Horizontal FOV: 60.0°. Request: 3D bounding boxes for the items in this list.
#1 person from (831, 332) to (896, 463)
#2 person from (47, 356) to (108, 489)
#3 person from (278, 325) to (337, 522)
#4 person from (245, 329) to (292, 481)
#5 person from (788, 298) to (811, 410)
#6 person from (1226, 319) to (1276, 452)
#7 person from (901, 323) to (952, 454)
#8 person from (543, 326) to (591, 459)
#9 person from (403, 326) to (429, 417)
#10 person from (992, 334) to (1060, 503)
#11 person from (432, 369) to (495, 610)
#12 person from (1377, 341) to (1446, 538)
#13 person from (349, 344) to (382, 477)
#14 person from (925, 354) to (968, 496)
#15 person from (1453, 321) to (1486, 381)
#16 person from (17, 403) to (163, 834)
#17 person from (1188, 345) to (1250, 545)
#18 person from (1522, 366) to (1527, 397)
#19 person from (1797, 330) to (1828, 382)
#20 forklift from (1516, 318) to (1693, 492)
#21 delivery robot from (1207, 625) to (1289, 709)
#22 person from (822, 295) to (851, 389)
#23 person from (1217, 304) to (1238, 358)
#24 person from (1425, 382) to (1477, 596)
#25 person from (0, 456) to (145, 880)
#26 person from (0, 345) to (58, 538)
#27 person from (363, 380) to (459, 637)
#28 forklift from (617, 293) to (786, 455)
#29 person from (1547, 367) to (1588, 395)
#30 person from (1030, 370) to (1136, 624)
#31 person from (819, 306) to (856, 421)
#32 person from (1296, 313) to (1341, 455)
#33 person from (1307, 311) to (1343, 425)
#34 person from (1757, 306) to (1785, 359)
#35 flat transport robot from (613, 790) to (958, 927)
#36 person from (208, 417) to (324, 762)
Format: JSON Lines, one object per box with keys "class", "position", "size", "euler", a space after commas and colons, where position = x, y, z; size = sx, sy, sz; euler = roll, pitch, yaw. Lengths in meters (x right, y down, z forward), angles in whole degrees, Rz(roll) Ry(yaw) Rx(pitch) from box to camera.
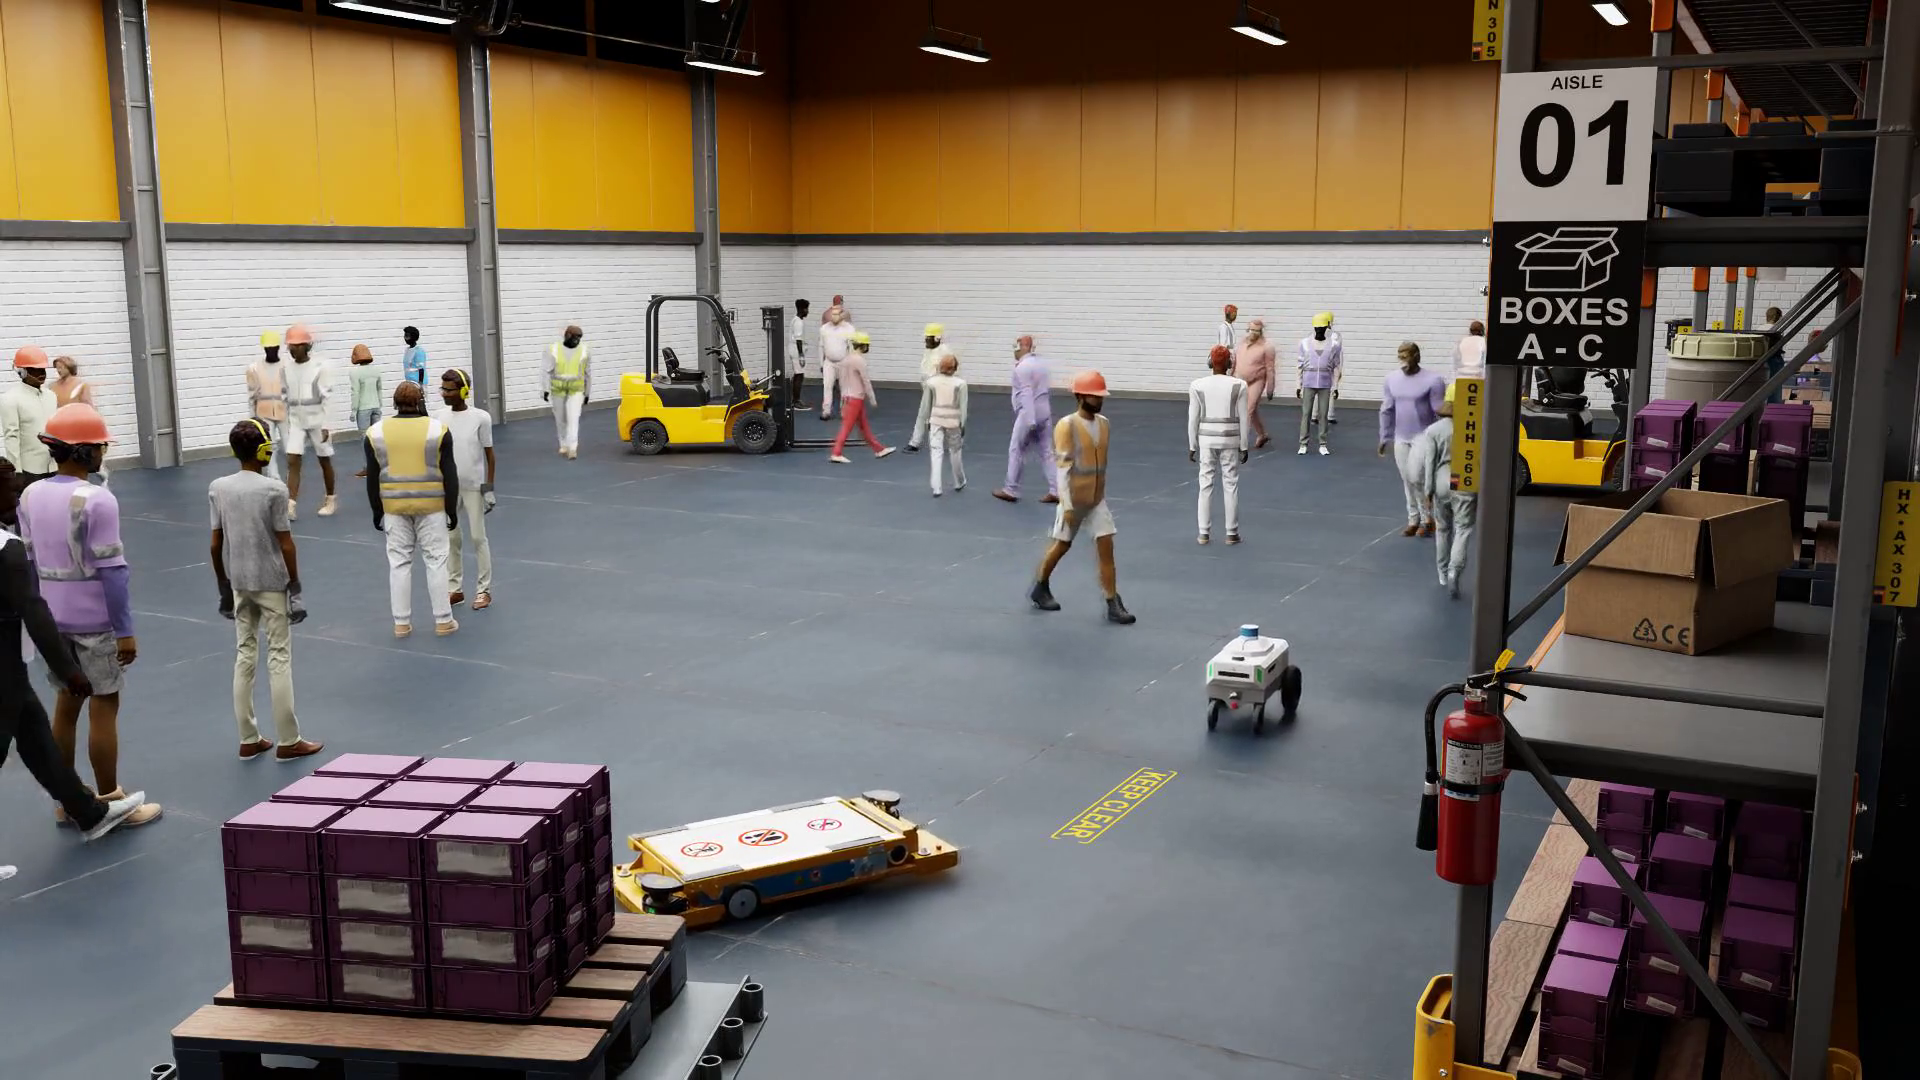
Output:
{"class": "person", "position": [-1.294, -1.866, 21.815], "size": [0.930, 1.720, 0.532], "euler": [-3, 10, -18]}
{"class": "person", "position": [-9.864, -1.253, 18.553], "size": [0.521, 1.620, 0.677], "euler": [1, 10, 7]}
{"class": "person", "position": [-6.719, -1.184, 17.026], "size": [0.625, 1.995, 0.993], "euler": [1, 10, 7]}
{"class": "person", "position": [-7.645, -1.408, 18.622], "size": [0.592, 1.910, 0.604], "euler": [-3, 10, -16]}
{"class": "person", "position": [-2.813, -3.255, 29.177], "size": [0.399, 1.955, 0.618], "euler": [-2, 10, -9]}
{"class": "person", "position": [4.058, -2.147, 23.062], "size": [1.010, 1.852, 0.658], "euler": [-8, 13, -40]}
{"class": "person", "position": [-0.360, -2.063, 22.753], "size": [0.866, 1.792, 0.594], "euler": [-7, 12, -35]}
{"class": "person", "position": [-5.302, -2.010, 22.485], "size": [0.643, 1.781, 0.978], "euler": [-2, 10, -14]}
{"class": "person", "position": [-7.943, -2.278, 24.288], "size": [0.320, 1.694, 0.537], "euler": [-8, 12, -37]}
{"class": "person", "position": [0.755, -1.325, 18.289], "size": [0.936, 1.859, 0.669], "euler": [5, 11, 28]}
{"class": "person", "position": [-3.831, -0.387, 12.831], "size": [0.513, 1.865, 0.329], "euler": [2, 10, 12]}
{"class": "person", "position": [4.371, -0.963, 16.038], "size": [0.504, 1.910, 0.643], "euler": [-9, 13, -41]}
{"class": "person", "position": [-7.299, -1.588, 20.448], "size": [0.282, 1.631, 0.503], "euler": [5, 11, 25]}
{"class": "person", "position": [-0.151, -1.312, 18.951], "size": [0.526, 1.589, 0.858], "euler": [2, 10, 13]}
{"class": "person", "position": [7.362, -2.246, 23.889], "size": [0.631, 1.759, 1.029], "euler": [8, 12, 38]}
{"class": "person", "position": [-4.148, 0.371, 7.920], "size": [0.611, 2.042, 0.396], "euler": [5, 11, 25]}
{"class": "person", "position": [2.443, -0.893, 15.690], "size": [0.574, 1.887, 0.355], "euler": [3, 10, 15]}
{"class": "person", "position": [7.684, -2.178, 22.968], "size": [0.345, 1.942, 0.547], "euler": [4, 10, 20]}
{"class": "person", "position": [10.095, -1.582, 19.824], "size": [0.388, 1.837, 0.563], "euler": [1, 10, 6]}
{"class": "forklift", "position": [7.066, -1.601, 18.899], "size": [2.313, 2.155, 1.214], "euler": [5, 11, 27]}
{"class": "delivery robot", "position": [1.702, 0.743, 9.800], "size": [0.477, 0.478, 0.707], "euler": [4, 11, 24]}
{"class": "person", "position": [-2.443, -3.979, 33.502], "size": [0.652, 1.906, 0.402], "euler": [4, 11, 22]}
{"class": "person", "position": [4.494, -3.017, 27.992], "size": [0.358, 1.886, 0.572], "euler": [3, 10, 19]}
{"class": "person", "position": [4.007, -0.429, 13.494], "size": [0.483, 1.710, 0.823], "euler": [5, 11, 25]}
{"class": "person", "position": [-4.134, 0.561, 7.373], "size": [0.604, 1.850, 0.964], "euler": [9, 13, 41]}
{"class": "person", "position": [-7.599, -0.607, 13.723], "size": [0.397, 1.992, 0.621], "euler": [1, 10, 7]}
{"class": "person", "position": [-3.909, -0.220, 11.928], "size": [0.625, 1.843, 0.430], "euler": [-1, 10, -7]}
{"class": "forklift", "position": [-3.588, -2.317, 23.042], "size": [2.313, 2.155, 1.214], "euler": [-1, 10, -5]}
{"class": "person", "position": [8.290, -2.224, 22.953], "size": [0.688, 2.000, 0.536], "euler": [-1, 10, -6]}
{"class": "person", "position": [0.893, -0.344, 12.528], "size": [0.562, 1.893, 1.000], "euler": [-8, 12, -38]}
{"class": "person", "position": [-2.031, -2.878, 27.217], "size": [0.668, 1.864, 0.931], "euler": [2, 10, 11]}
{"class": "person", "position": [4.875, -2.118, 22.659], "size": [0.584, 1.928, 0.373], "euler": [2, 10, 9]}
{"class": "person", "position": [5.827, -2.745, 26.577], "size": [0.600, 1.827, 0.404], "euler": [5, 11, 28]}
{"class": "person", "position": [12.271, -2.568, 25.234], "size": [0.372, 1.940, 0.632], "euler": [-2, 10, -10]}
{"class": "flat transport robot", "position": [-0.786, 1.371, 7.256], "size": [1.431, 0.197, 0.652], "euler": [-6, 11, -31]}
{"class": "person", "position": [-3.784, 0.270, 9.000], "size": [0.520, 1.873, 0.333], "euler": [3, 10, 15]}
